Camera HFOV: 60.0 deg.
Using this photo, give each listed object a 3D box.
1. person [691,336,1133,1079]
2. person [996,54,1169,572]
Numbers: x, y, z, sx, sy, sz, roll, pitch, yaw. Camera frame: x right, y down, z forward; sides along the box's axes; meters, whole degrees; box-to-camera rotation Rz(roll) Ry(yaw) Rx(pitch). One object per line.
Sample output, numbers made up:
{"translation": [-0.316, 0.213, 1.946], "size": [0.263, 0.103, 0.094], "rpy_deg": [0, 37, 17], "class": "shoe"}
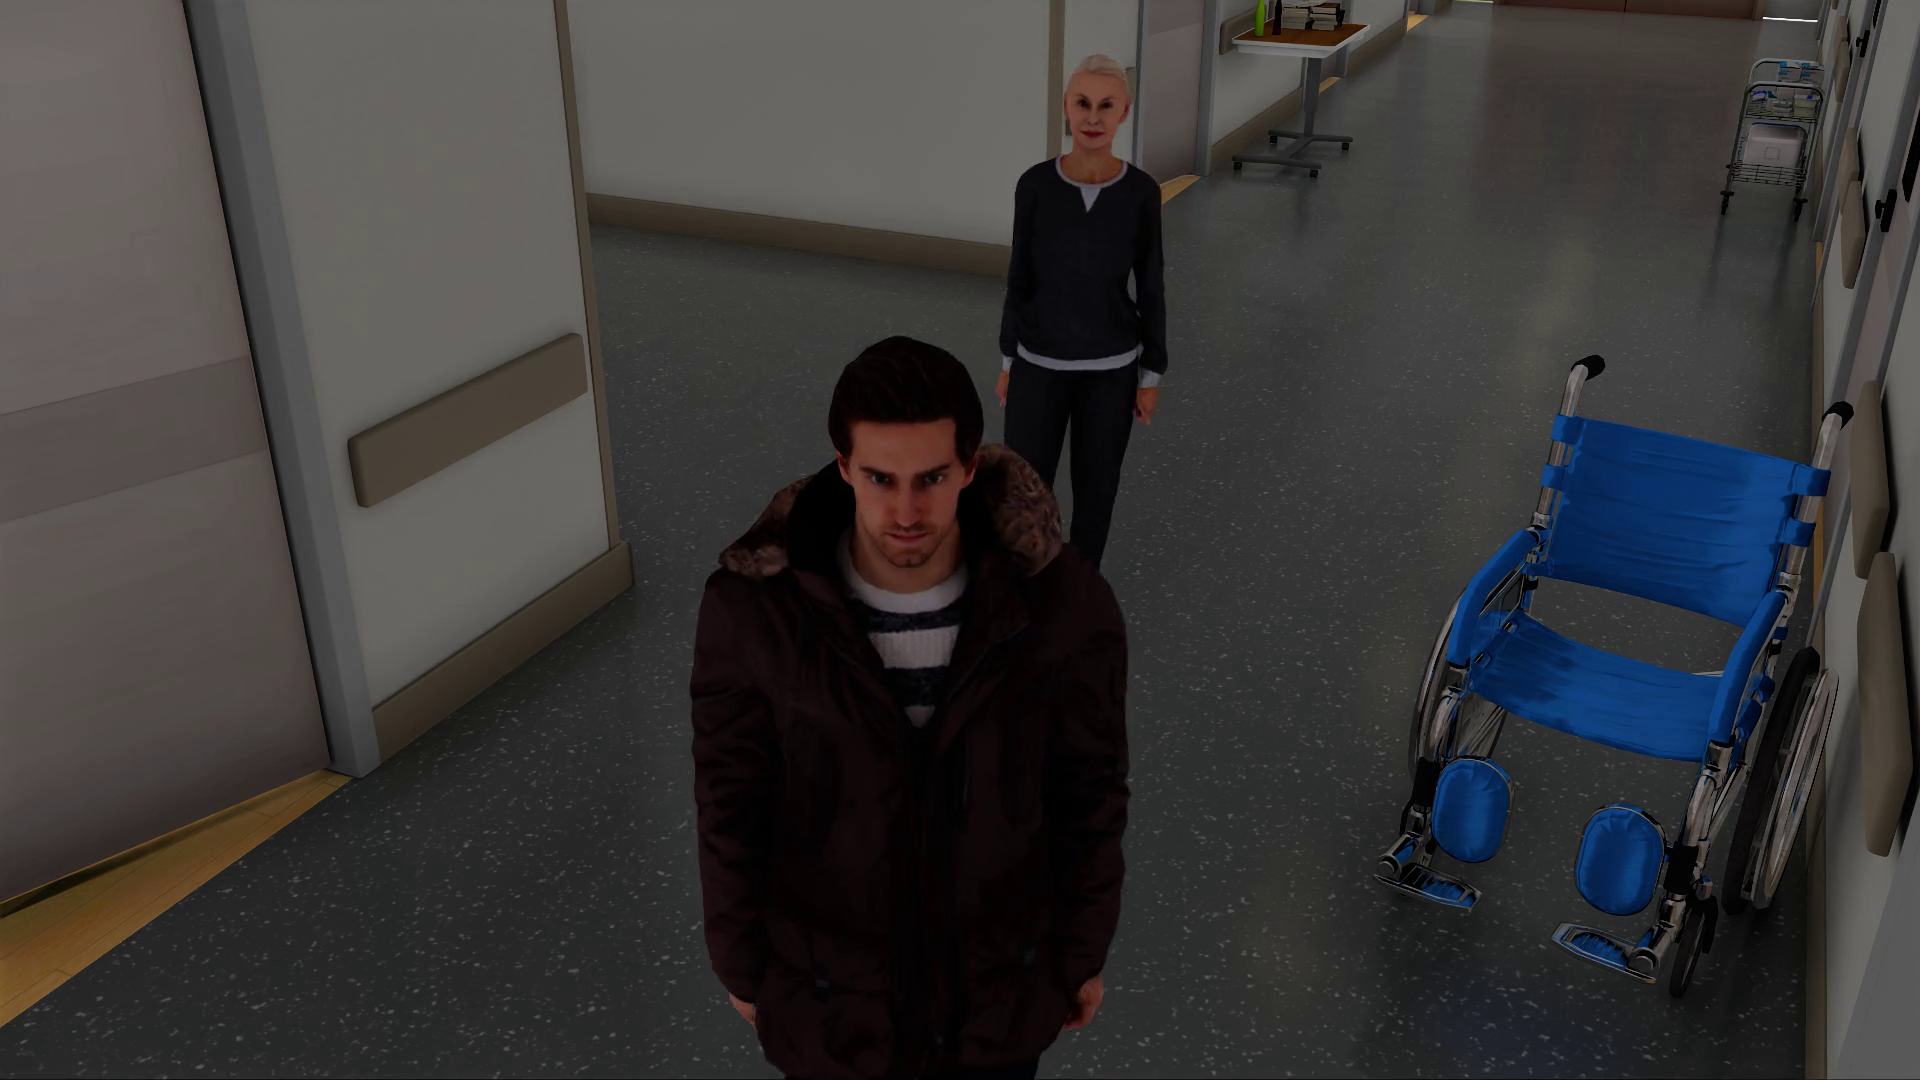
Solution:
{"translation": [-0.067, 0.554, 2.443], "size": [0.940, 1.832, 0.990], "rpy_deg": [-3, 26, -7], "class": "person"}
{"translation": [0.334, -0.549, 4.862], "size": [0.740, 1.717, 0.739], "rpy_deg": [1, 26, 1], "class": "person"}
